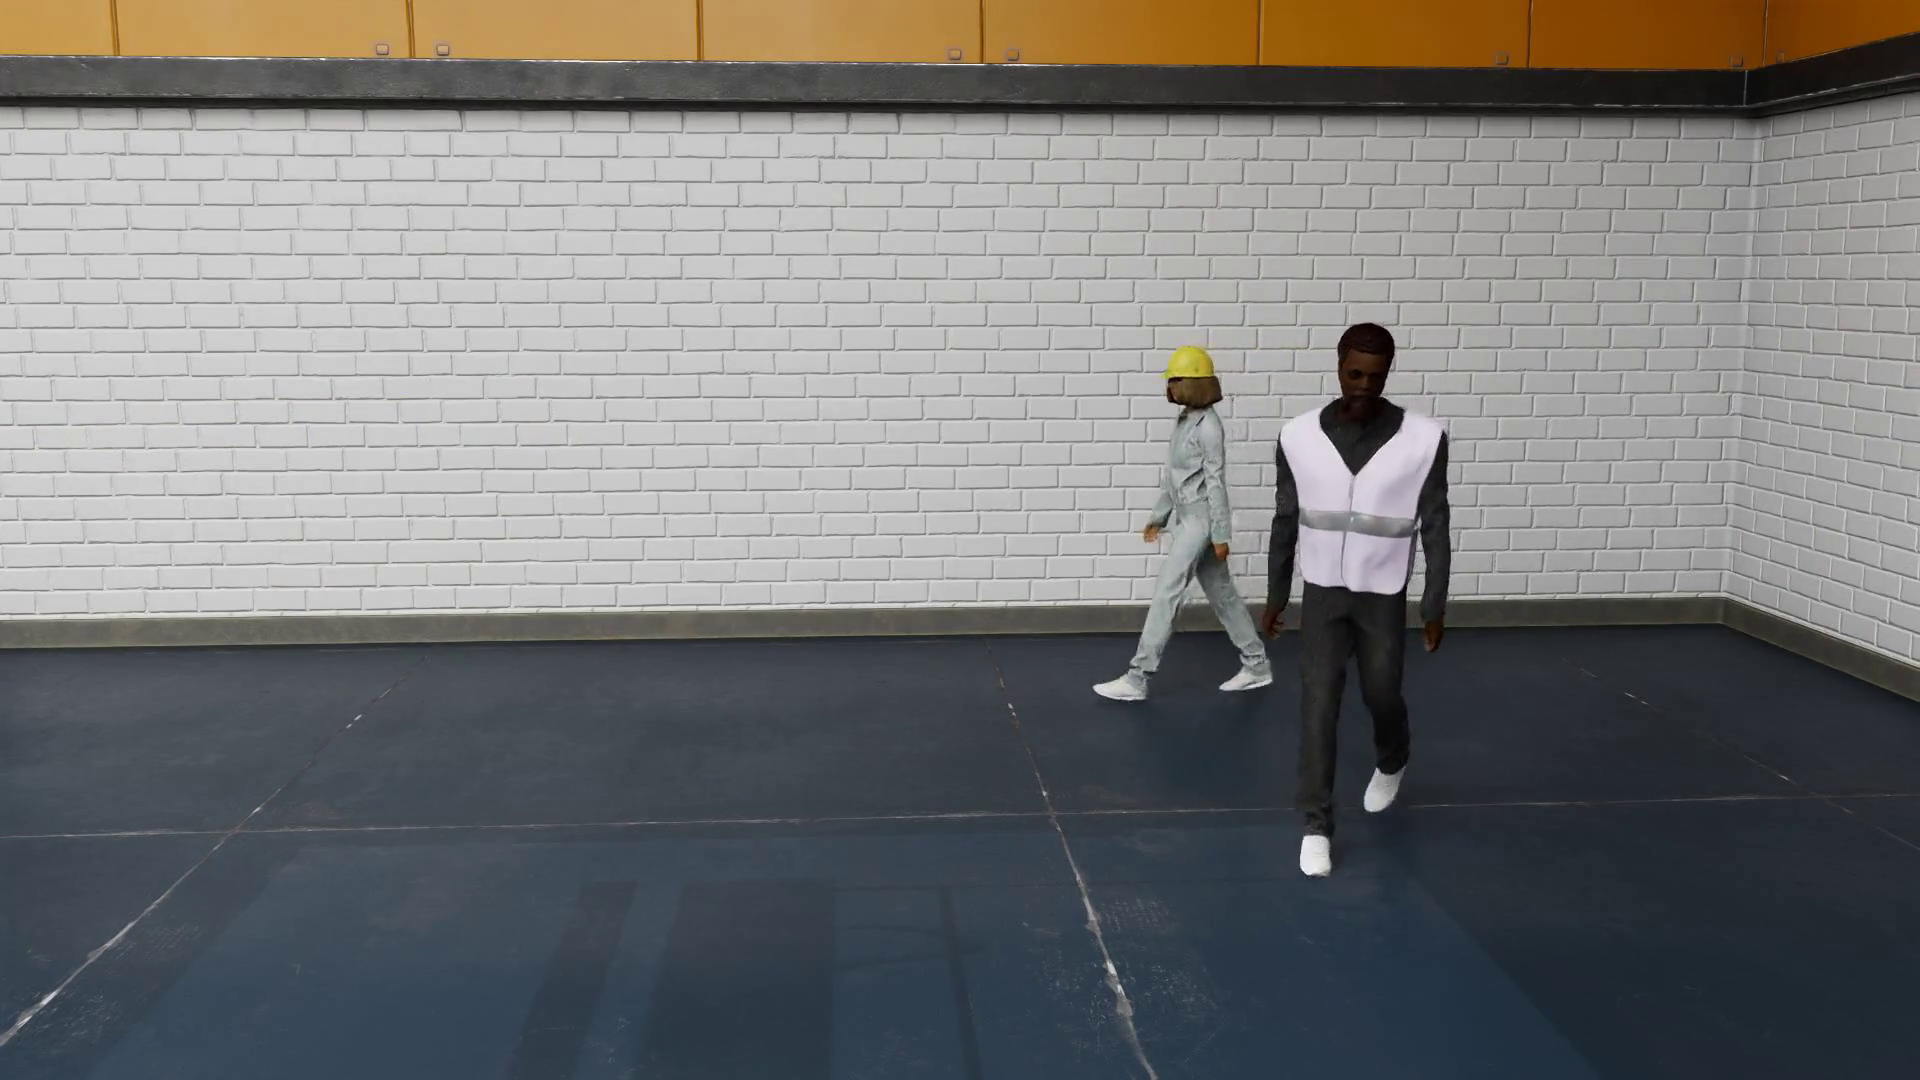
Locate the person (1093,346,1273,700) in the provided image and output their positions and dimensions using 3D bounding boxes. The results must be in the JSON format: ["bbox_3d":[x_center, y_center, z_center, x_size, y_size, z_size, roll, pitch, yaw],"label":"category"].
[{"bbox_3d":[1.116,-0.077,7.939,0.914,1.696,0.490,-1,9,-4],"label":"person"}]

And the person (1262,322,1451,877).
[{"bbox_3d":[1.408,0.163,5.891,0.640,1.876,0.906,3,10,20],"label":"person"}]
